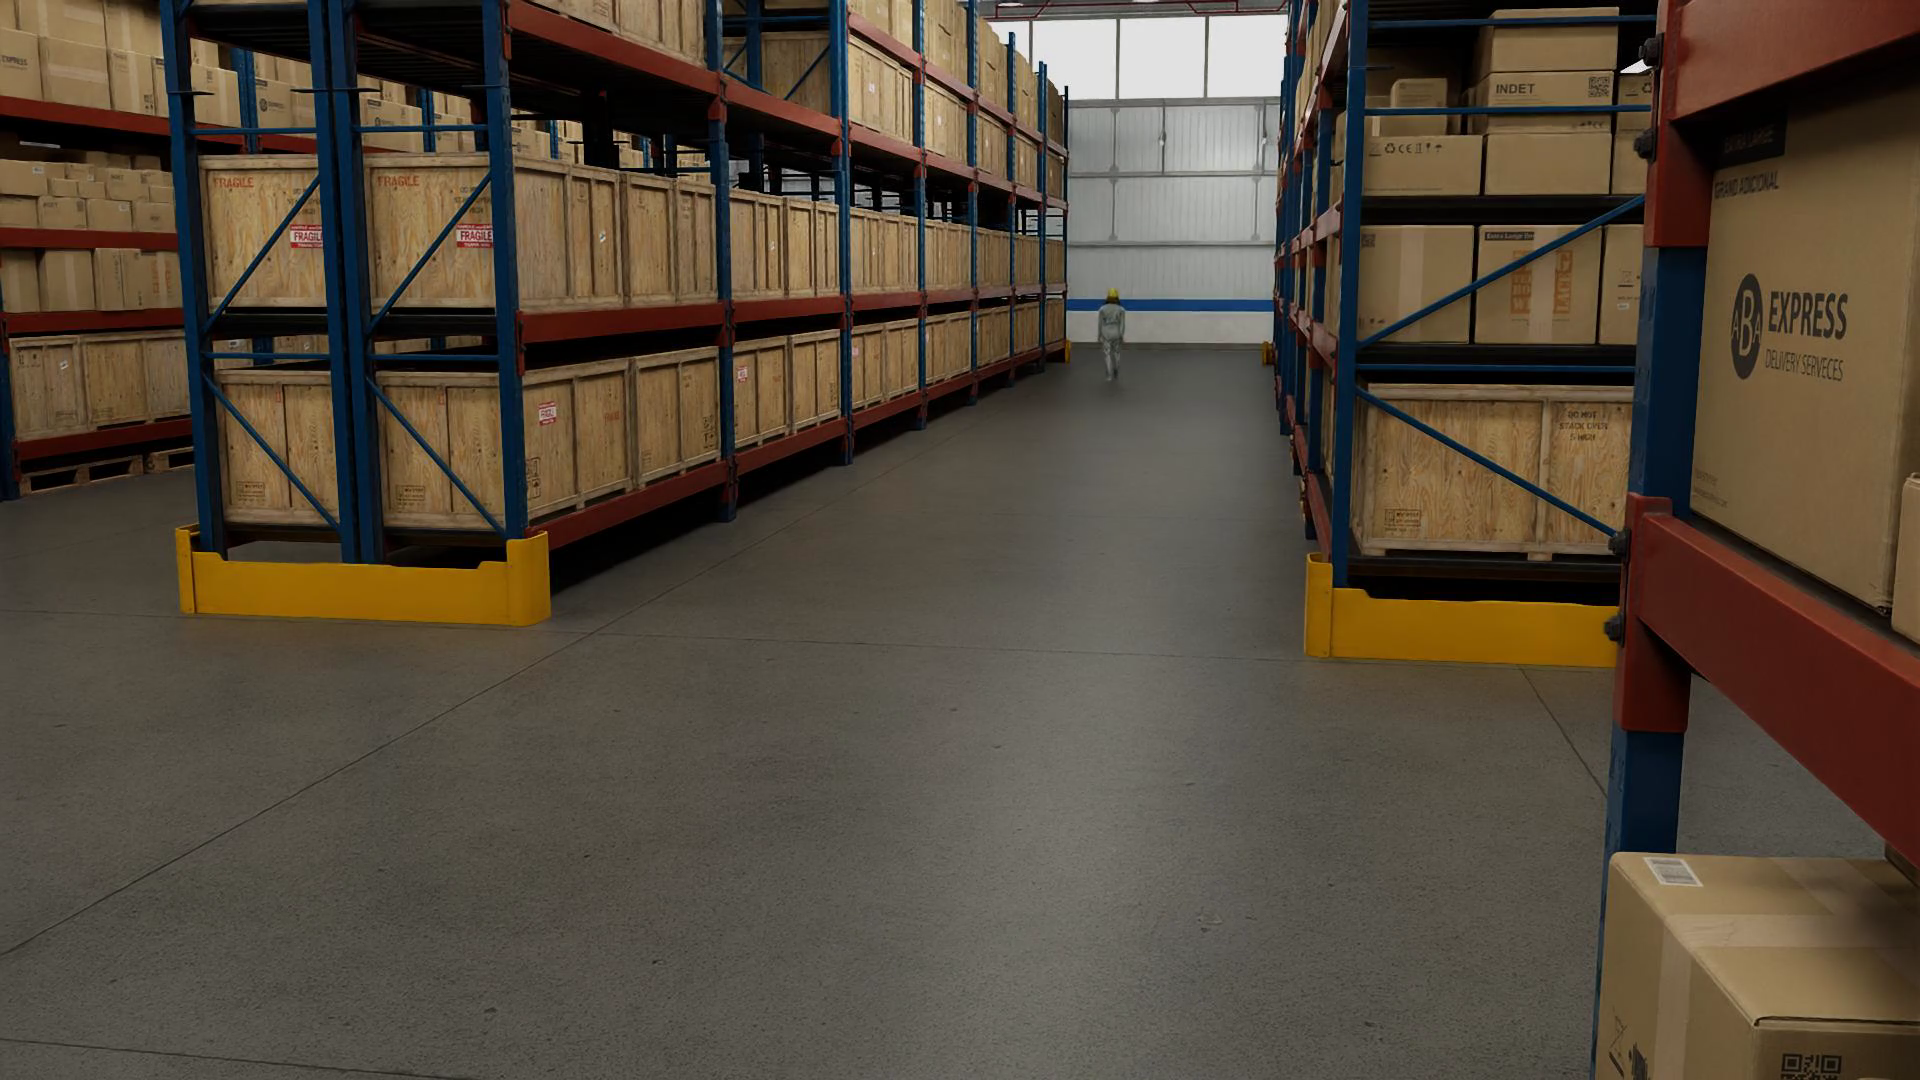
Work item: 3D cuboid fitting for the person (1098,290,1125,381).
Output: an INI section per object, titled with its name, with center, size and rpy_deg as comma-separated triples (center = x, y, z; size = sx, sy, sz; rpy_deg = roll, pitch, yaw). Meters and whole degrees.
[person]
center = 2.825, -3.804, 30.970
size = 0.493, 1.695, 0.917
rpy_deg = 0, 9, 0
